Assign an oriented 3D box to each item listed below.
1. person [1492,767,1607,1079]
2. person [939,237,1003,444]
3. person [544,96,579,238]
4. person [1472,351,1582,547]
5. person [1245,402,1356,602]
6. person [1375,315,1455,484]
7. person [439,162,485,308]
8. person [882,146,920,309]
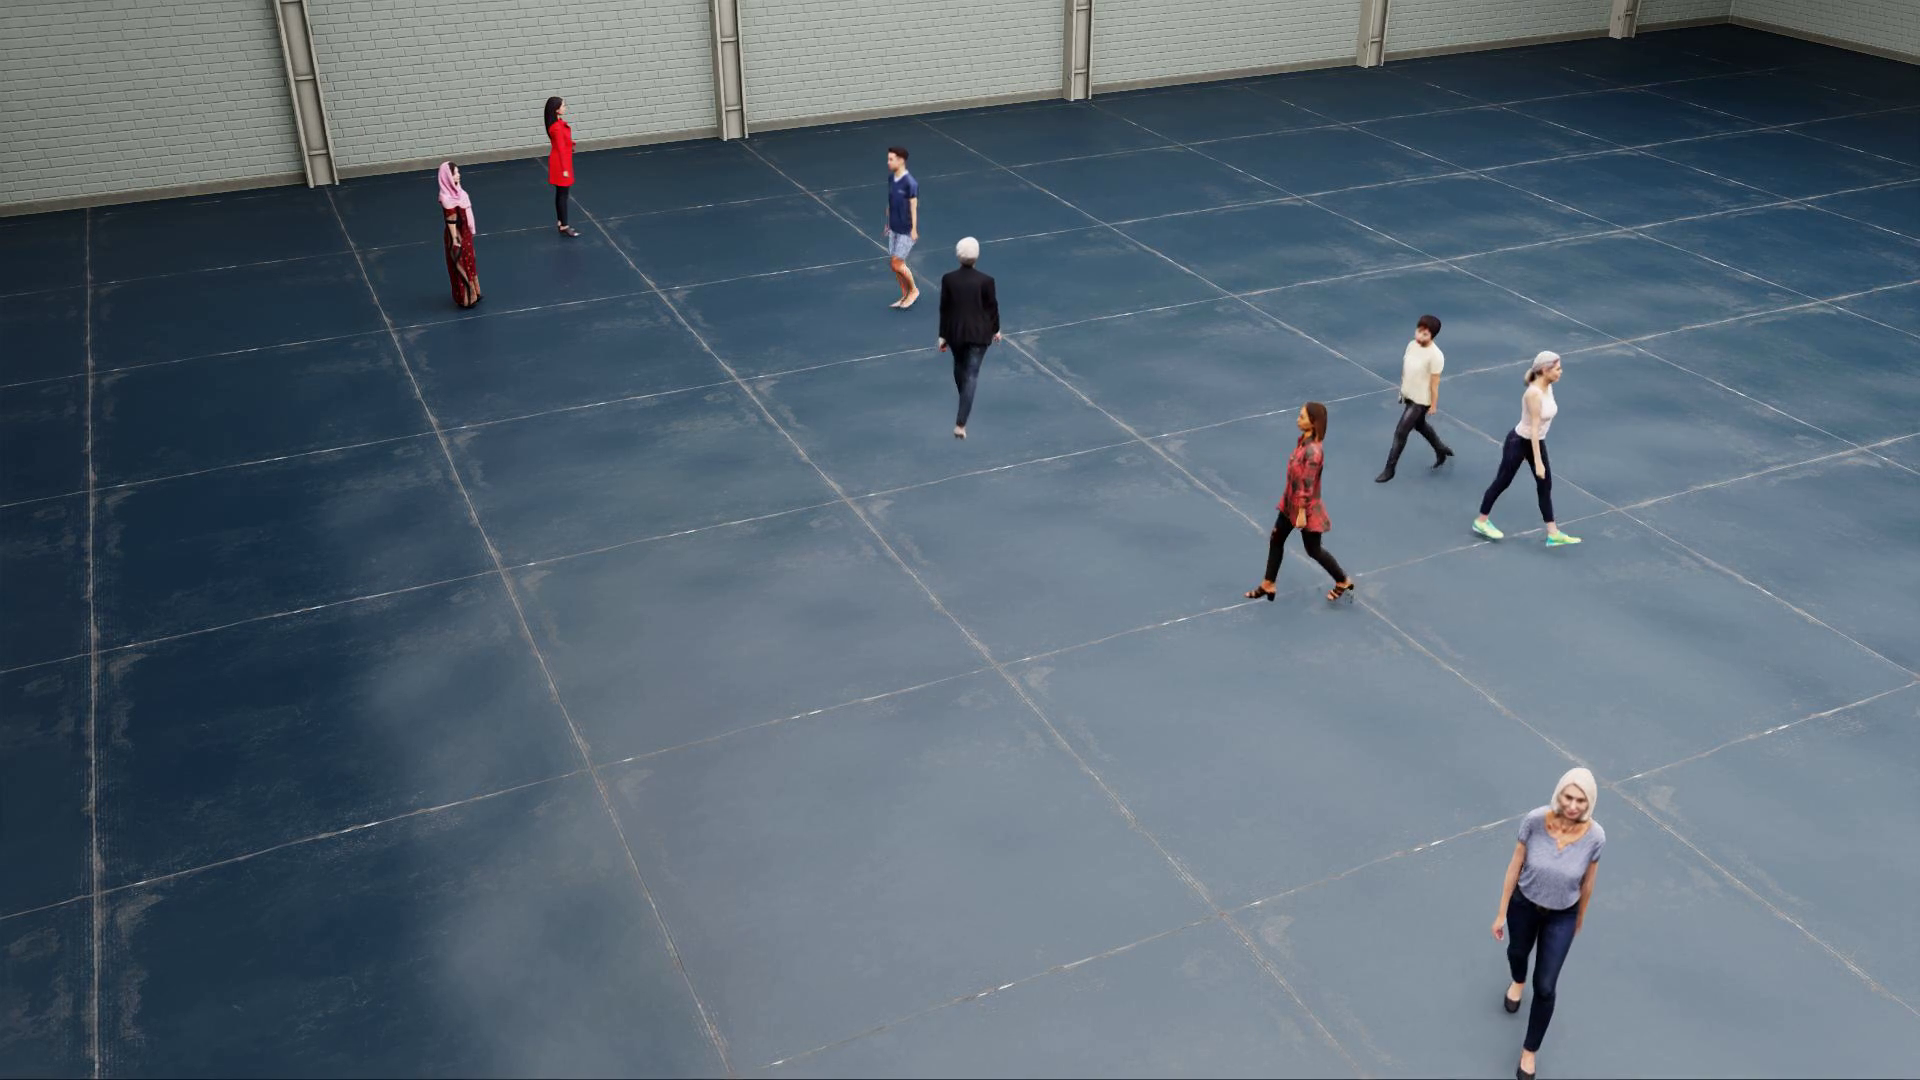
[{"bbox_3d":[3.010,1.864,8.610,0.948,1.690,1.071,13,31,23],"label":"person"},{"bbox_3d":[0.031,-1.681,14.027,1.208,1.749,1.168,9,29,16],"label":"person"},{"bbox_3d":[-4.999,-4.680,20.837,0.615,1.748,0.611,-11,30,-20],"label":"person"},{"bbox_3d":[4.501,-0.744,13.535,0.996,1.664,1.125,22,35,35],"label":"person"},{"bbox_3d":[2.678,-0.232,12.567,1.155,1.670,0.911,0,28,0],"label":"person"},{"bbox_3d":[4.074,-1.232,14.573,1.042,1.550,0.688,-6,29,-11],"label":"person"},{"bbox_3d":[-5.611,-3.426,18.598,0.756,1.639,0.753,1,28,1],"label":"person"},{"bbox_3d":[-0.572,-3.466,18.472,0.677,1.829,0.680,-19,33,-31],"label":"person"}]
